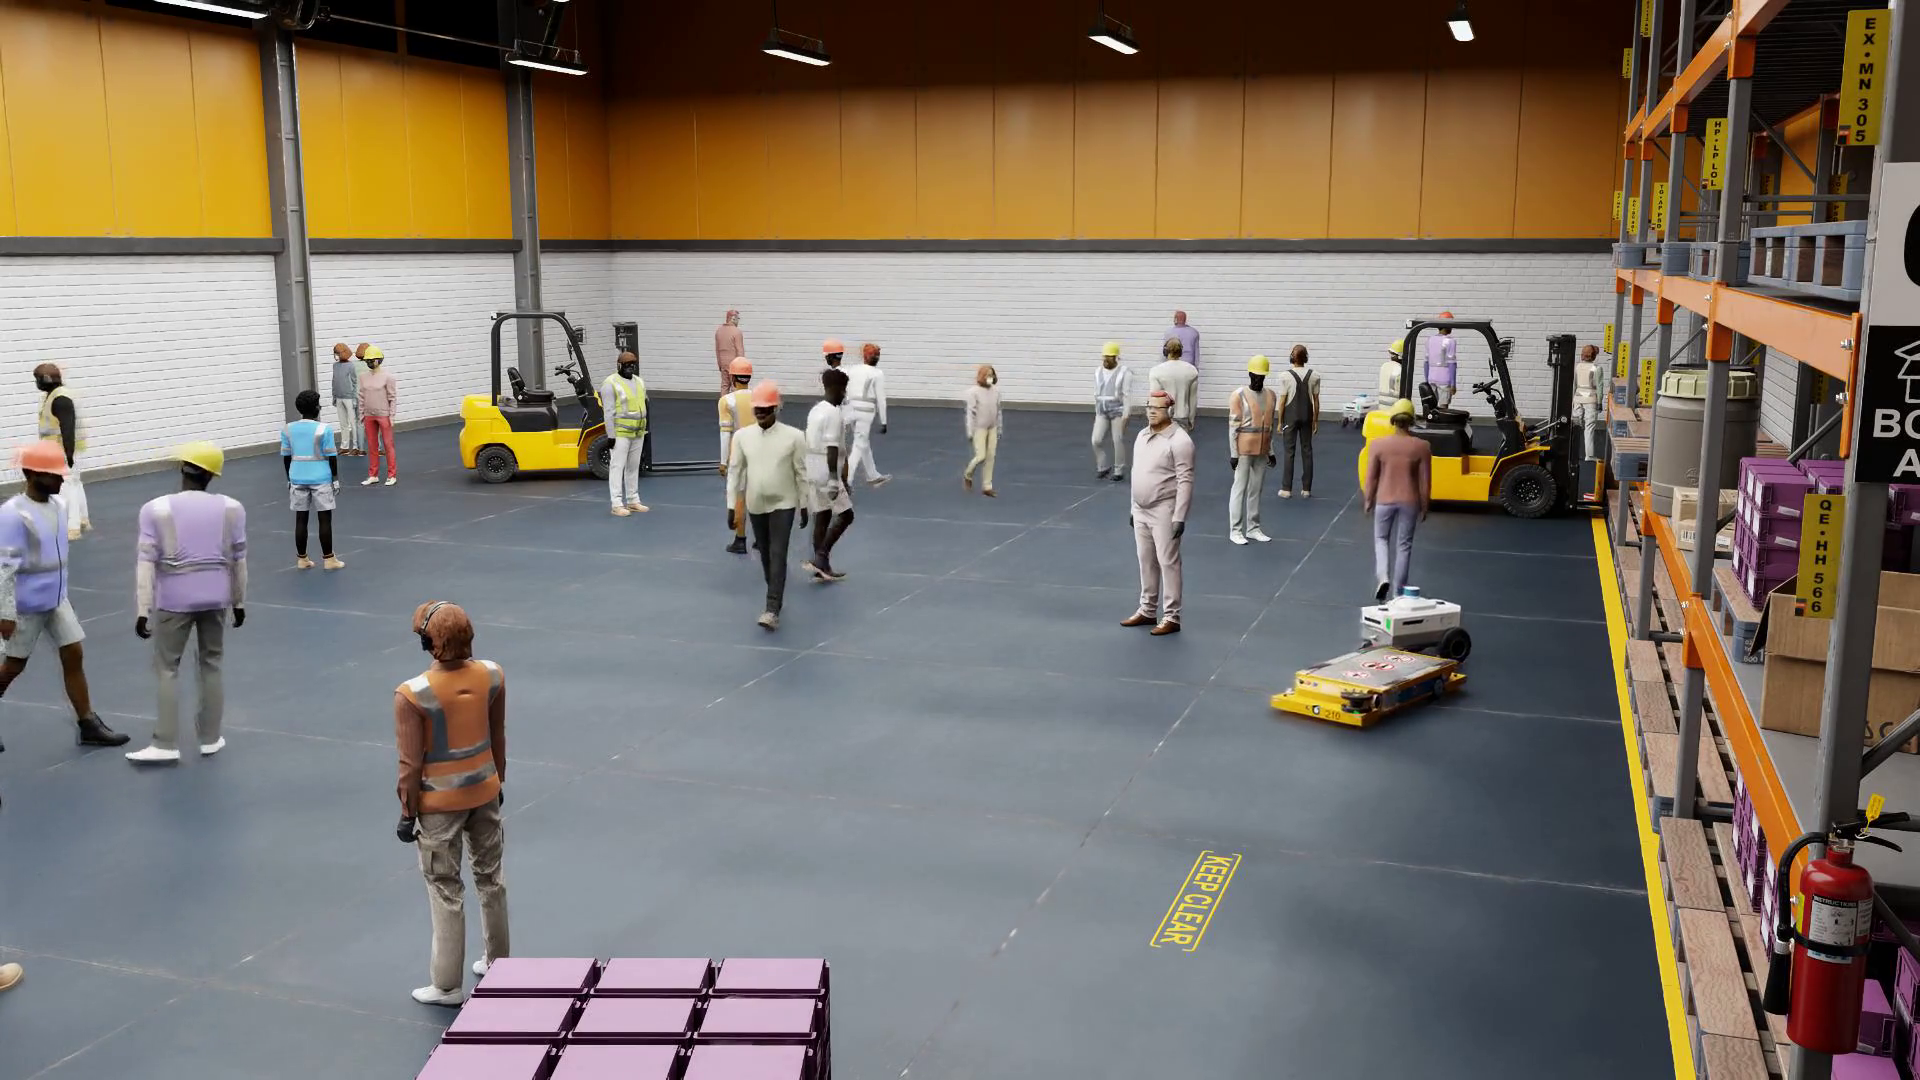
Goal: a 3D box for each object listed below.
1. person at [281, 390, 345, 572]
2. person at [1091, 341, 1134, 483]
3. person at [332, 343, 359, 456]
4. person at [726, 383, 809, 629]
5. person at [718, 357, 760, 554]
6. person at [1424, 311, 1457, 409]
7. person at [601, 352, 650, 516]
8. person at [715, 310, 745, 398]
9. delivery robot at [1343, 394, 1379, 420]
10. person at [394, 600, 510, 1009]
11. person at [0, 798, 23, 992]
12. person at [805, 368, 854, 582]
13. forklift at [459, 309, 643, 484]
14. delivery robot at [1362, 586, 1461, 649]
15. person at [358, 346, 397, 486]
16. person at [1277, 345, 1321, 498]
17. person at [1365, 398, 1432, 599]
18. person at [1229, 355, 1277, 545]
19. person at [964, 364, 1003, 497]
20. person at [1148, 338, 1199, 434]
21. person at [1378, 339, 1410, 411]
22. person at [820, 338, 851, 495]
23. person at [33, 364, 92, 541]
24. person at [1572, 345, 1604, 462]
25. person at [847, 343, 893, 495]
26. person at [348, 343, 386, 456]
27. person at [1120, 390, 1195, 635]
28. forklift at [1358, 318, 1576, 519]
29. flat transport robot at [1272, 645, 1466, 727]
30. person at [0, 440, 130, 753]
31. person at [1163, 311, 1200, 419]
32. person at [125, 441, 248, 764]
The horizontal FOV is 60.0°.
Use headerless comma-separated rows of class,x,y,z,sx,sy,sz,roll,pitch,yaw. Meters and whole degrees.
person,-6.023,-0.549,15.472,0.540,1.698,0.317,1,10,8
person,1.917,-1.612,21.147,0.602,1.814,0.495,7,12,35
person,-8.855,-2.022,23.956,0.499,1.633,0.281,6,12,29
person,-1.553,-0.288,13.344,0.643,1.933,1.038,2,10,10
person,-2.136,-0.833,16.397,0.547,1.939,0.376,-7,12,-33
person,7.171,-2.372,24.766,0.387,2.045,0.605,-5,11,-26
person,-3.743,-1.199,18.743,0.430,1.841,0.624,6,12,31
person,-3.972,-3.064,29.076,0.652,1.898,0.402,9,13,41
delivery robot,6.708,-2.197,27.709,0.707,0.478,0.477,-9,13,-40
person,-2.017,1.048,6.649,0.308,1.641,0.514,7,12,34
person,-4.129,0.949,6.641,0.633,1.839,0.429,1,10,4
person,-1.155,-0.572,14.950,0.470,1.927,0.700,-4,11,-24
forklift,-5.354,-1.902,21.697,2.313,2.155,1.214,-2,10,-13
delivery robot,3.271,0.581,12.064,0.707,0.478,0.477,-5,11,-24
person,-7.360,-1.565,21.006,0.522,1.769,0.311,2,10,13
person,4.056,-1.421,19.972,0.506,1.847,0.345,-1,10,-5
person,3.698,-0.320,14.040,0.549,1.752,0.381,3,10,16
person,2.991,-0.920,16.931,0.589,1.924,0.383,-6,12,-31
person,0.284,-1.323,20.069,0.501,1.619,0.400,-8,13,-37
person,2.515,-1.428,19.745,0.636,1.939,0.363,-4,11,-20
person,5.619,-1.676,21.484,0.404,1.824,0.586,-3,10,-16
person,-1.475,-1.413,19.678,0.352,1.933,0.551,0,10,3
person,-9.312,-0.921,17.300,0.432,1.814,0.870,-5,11,-26
person,8.795,-1.915,23.333,0.307,1.641,0.512,-6,12,-31
person,-1.182,-1.489,20.362,0.612,1.829,1.003,8,13,40
person,-8.533,-2.018,23.932,0.507,1.631,0.266,1,10,3
person,1.534,-0.220,13.023,0.409,1.910,0.651,-6,12,-31
forklift,5.787,-1.437,19.079,2.313,2.155,1.214,3,11,19
flat transport robot,2.745,0.947,11.070,0.652,0.197,1.431,9,14,42
person,-5.543,0.337,9.931,0.890,1.902,0.586,1,10,7
person,3.812,-3.009,28.773,0.656,1.900,0.405,-3,10,-14
person,-4.588,0.364,9.849,0.757,1.872,0.424,-9,14,-42
